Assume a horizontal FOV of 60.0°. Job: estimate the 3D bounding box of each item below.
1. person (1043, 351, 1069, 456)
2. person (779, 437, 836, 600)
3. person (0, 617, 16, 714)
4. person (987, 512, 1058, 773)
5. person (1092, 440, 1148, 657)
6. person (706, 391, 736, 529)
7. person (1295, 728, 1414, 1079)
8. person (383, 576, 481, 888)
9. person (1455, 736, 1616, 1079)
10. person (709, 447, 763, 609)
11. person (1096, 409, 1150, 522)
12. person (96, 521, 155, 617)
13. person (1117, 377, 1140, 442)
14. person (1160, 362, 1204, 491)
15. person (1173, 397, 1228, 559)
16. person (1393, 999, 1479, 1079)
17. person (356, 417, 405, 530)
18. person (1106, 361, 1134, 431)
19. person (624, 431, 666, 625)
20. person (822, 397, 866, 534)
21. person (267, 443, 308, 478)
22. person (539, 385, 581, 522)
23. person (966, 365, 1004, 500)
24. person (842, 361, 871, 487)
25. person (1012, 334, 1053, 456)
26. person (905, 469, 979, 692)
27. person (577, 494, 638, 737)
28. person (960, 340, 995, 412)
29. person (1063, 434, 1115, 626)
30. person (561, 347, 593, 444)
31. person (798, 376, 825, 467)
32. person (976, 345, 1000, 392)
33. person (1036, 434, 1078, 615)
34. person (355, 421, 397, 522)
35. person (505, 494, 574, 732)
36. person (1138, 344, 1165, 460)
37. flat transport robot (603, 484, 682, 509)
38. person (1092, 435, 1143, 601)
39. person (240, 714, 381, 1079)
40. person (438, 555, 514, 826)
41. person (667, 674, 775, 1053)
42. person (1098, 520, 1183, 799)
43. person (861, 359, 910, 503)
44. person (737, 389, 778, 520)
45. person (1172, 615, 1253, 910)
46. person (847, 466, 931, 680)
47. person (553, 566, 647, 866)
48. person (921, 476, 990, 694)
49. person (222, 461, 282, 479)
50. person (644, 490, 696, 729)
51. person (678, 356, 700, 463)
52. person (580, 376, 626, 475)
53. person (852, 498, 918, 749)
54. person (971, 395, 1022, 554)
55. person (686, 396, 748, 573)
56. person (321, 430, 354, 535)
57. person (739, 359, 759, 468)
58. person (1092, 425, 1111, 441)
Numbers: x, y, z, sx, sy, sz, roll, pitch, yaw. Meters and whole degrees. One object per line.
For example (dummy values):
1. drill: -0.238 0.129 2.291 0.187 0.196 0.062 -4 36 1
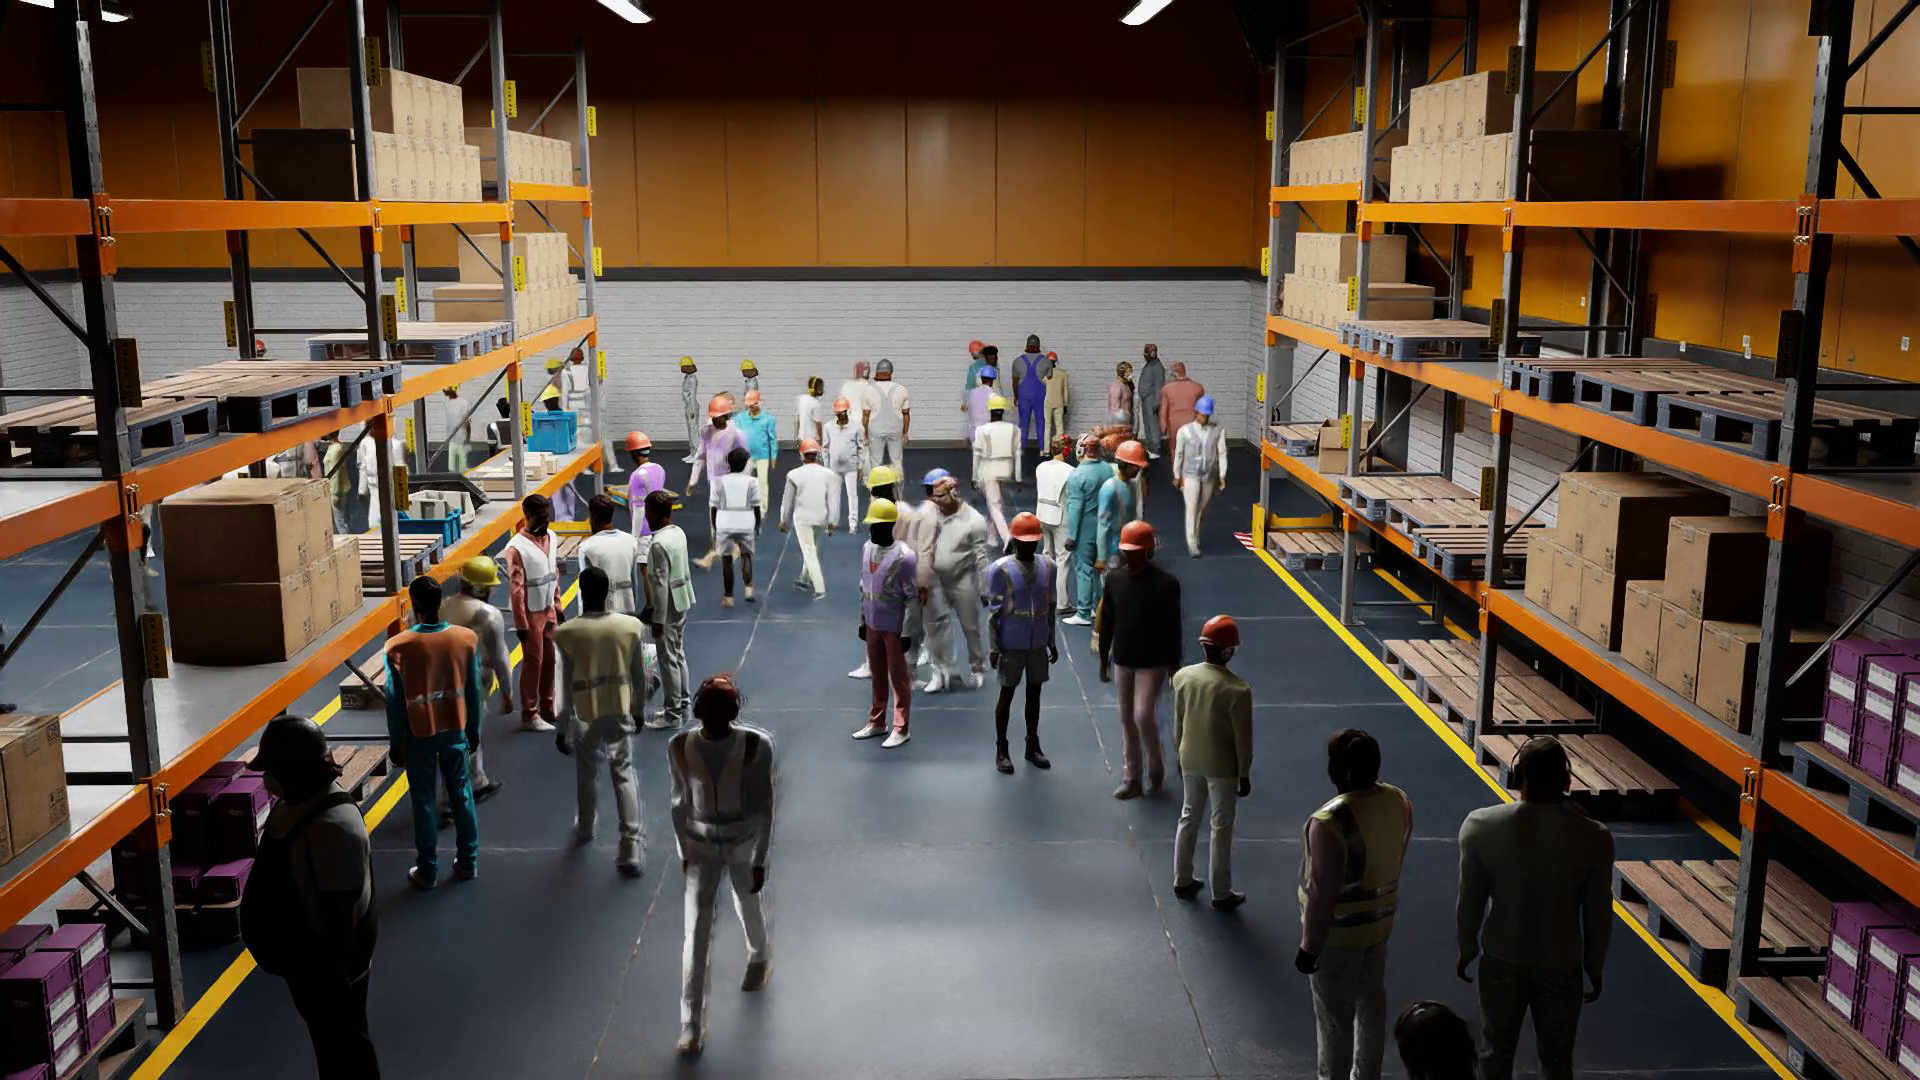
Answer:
1. person: 1.531 -2.274 27.767 0.567 1.746 0.340 -3 12 -15
2. person: -1.597 -0.238 17.656 0.557 1.714 0.889 -8 14 -35
3. person: -7.912 0.534 13.253 0.562 1.920 0.670 5 12 23
4. person: 0.477 0.742 12.171 0.551 1.934 0.373 -5 12 -21
5. person: 1.490 0.080 15.299 0.461 2.019 0.625 6 13 27
6. person: -2.848 -0.841 20.110 0.372 1.938 0.627 2 11 11
7. person: 1.722 1.733 7.447 0.624 1.844 0.429 -10 15 -40
8. person: -3.184 1.167 10.127 0.584 1.911 0.390 -10 15 -40
9. person: 2.408 1.770 7.031 0.627 1.934 0.372 4 12 20
10. person: -2.316 -0.124 17.184 0.539 1.674 0.367 -3 12 -15
11. person: 1.690 -0.441 17.841 0.676 2.000 1.005 2 11 9
12. person: -8.464 -0.114 16.802 0.385 1.819 0.679 2 11 9
13. person: 2.429 -1.603 24.451 0.324 1.732 0.492 -9 15 -39
14. person: 3.288 -1.685 24.520 0.628 1.869 0.746 2 12 12
15. person: 2.869 -0.780 19.929 0.604 1.899 0.954 -1 11 -7
16. person: 1.507 2.258 4.944 0.757 1.794 0.428 10 15 40
17. person: -6.477 -0.524 18.748 0.617 1.851 0.486 5 12 22
18. person: 2.314 -1.630 24.102 0.377 1.931 0.624 3 12 17
19. person: -3.137 -0.118 16.507 0.374 1.928 0.542 3 12 16
20. person: -1.479 -0.945 21.090 0.564 1.752 0.339 3 12 14
21. person: -7.972 -0.767 19.793 0.392 1.916 0.588 5 12 23
22. person: -5.071 -1.023 21.171 0.667 1.889 0.658 2 11 10
23. person: 0.336 -1.496 23.454 0.614 1.921 0.605 6 13 27
24. person: -1.476 -1.707 24.578 0.666 1.887 0.622 10 15 40
25. person: 1.223 -2.424 27.784 0.688 2.000 0.539 2 11 8
26. person: -0.186 0.351 14.251 0.835 1.893 0.660 -1 11 -6
27. person: -2.738 0.590 13.020 0.396 1.908 0.599 7 13 31
28. person: 0.328 -2.295 27.332 0.509 1.960 0.629 8 14 33
29. person: 1.250 -0.103 16.484 0.401 1.910 0.640 10 15 41
30. person: -6.157 -2.172 26.922 0.572 1.883 0.356 -6 13 -29
31. person: -2.060 -1.367 23.041 0.450 1.822 0.625 -4 12 -21
32. person: 0.456 -2.105 26.371 0.374 1.966 0.608 5 12 23
33. person: 0.978 -0.160 16.953 0.382 1.837 0.566 -8 14 -36
34. person: -7.713 -1.045 21.984 0.519 1.593 0.734 3 12 15
35. person: -3.343 0.571 13.122 0.414 1.907 0.593 3 12 16
36. person: 3.126 -2.283 27.423 0.409 1.905 0.651 -3 12 -14
37. flat transport robot: -4.429 -0.601 23.100 0.652 0.197 1.431 -7 13 -30
38. person: 1.509 -0.152 16.884 0.575 1.843 0.894 -11 15 -42
39. person: -2.768 1.704 7.085 0.536 2.000 0.684 -8 14 -36
40. person: -3.320 0.996 11.277 0.614 1.781 0.829 6 13 26
41. person: -1.195 1.545 8.437 0.559 1.840 0.971 1 11 3
42. person: 1.226 0.839 11.561 0.647 1.982 0.435 9 14 38
43. person: -1.054 -1.526 23.284 0.688 2.000 0.536 -2 11 -10
44. person: -2.708 -1.136 22.078 0.603 1.738 0.375 3 12 17
45. person: 1.509 1.301 9.869 0.352 1.743 0.564 -10 15 -41
46. person: -0.571 0.260 14.785 1.008 1.873 0.600 -8 14 -33
47. person: -2.274 1.109 10.554 0.642 1.870 1.017 -5 13 -25
48. person: -0.060 0.374 14.186 0.682 1.868 0.648 6 13 27
49. person: -7.178 -0.164 16.967 0.560 1.838 0.393 -6 13 -29
50. person: -2.308 0.549 13.224 0.395 1.909 0.598 1 11 3
51. person: -4.405 -2.127 27.069 0.323 1.736 0.486 -4 12 -21
52. person: -5.559 -1.790 25.705 0.799 1.607 0.530 4 12 18
53. person: -0.575 0.629 12.759 0.369 1.928 0.585 -11 16 -44
54. person: 0.471 -0.786 19.985 0.608 1.892 0.866 -5 12 -22
55. person: -2.788 -0.637 18.940 0.626 1.990 1.012 8 14 36
56. person: -7.175 -0.553 19.123 0.339 1.761 0.524 -3 12 -15
57. person: -3.338 -2.006 26.465 0.321 1.737 0.483 -1 11 -5
58. person: 1.663 -0.521 19.287 0.312 1.630 0.512 -3 12 -14
